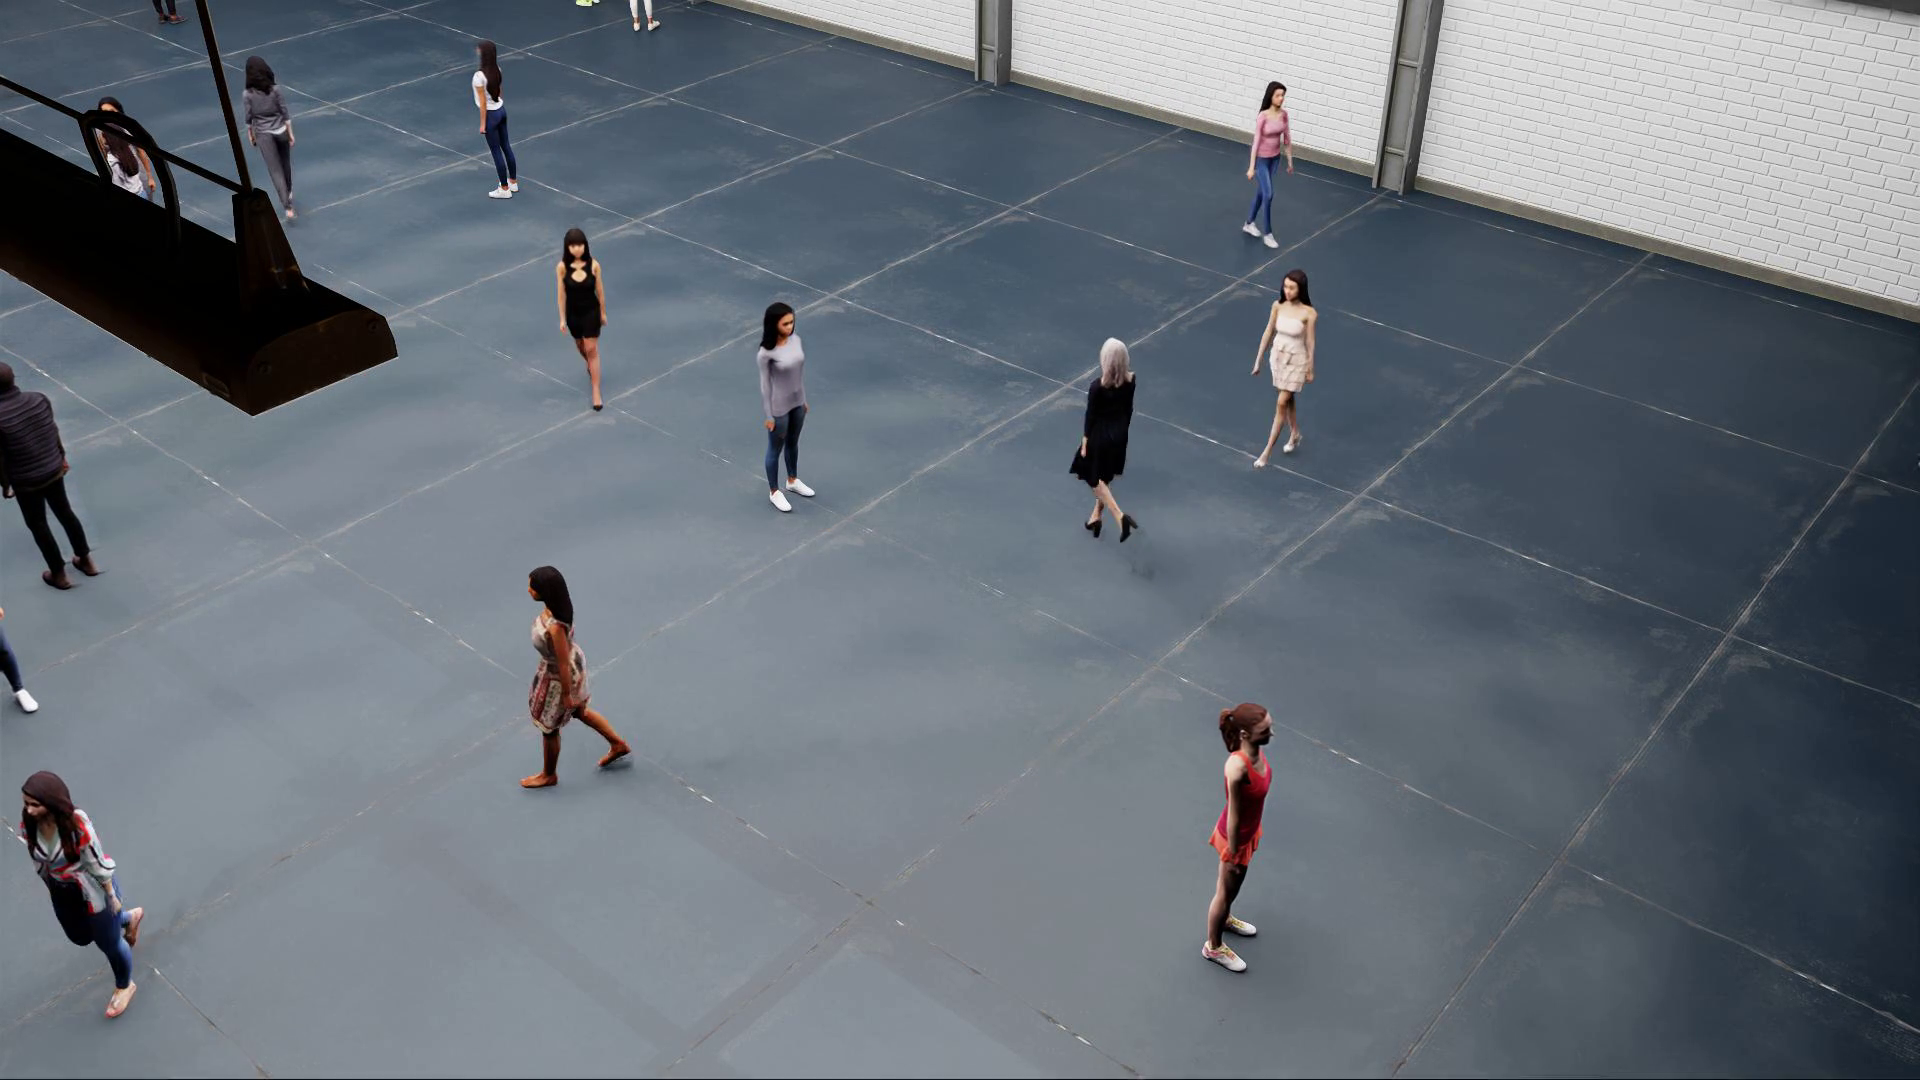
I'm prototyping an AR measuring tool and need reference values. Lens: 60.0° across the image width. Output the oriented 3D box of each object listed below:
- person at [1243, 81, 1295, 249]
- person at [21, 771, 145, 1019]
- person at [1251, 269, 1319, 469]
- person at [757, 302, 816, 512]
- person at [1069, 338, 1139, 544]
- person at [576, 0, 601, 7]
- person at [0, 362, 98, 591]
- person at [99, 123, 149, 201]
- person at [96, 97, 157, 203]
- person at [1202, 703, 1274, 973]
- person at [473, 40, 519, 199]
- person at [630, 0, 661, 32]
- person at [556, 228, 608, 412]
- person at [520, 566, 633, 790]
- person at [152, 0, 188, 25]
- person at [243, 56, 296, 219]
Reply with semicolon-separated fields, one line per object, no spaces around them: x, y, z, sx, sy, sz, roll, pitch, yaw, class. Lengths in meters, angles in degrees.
3.221;-4.051;17.709;0.781;1.724;0.970;-19;38;-26;person
-4.671;1.827;8.976;0.873;1.601;0.891;4;34;6;person
2.788;-1.463;13.828;0.862;1.709;0.719;29;43;36;person
-1.410;-1.084;13.228;0.523;1.742;0.602;24;40;31;person
1.153;-0.700;12.660;0.782;1.730;0.966;-20;38;-27;person
-5.703;-8.984;25.103;0.563;1.754;0.607;17;37;23;person
-6.802;-0.480;12.234;0.639;1.837;0.722;17;37;24;person
-8.393;-3.450;16.888;0.720;1.631;0.674;-1;34;-1;person
-8.530;-3.686;17.108;0.662;1.780;0.659;-16;37;-23;person
1.541;1.603;9.175;0.656;1.754;0.639;12;35;17;person
-5.224;-4.733;18.690;0.647;1.773;0.659;10;35;15;person
-4.647;-8.237;24.015;0.667;1.713;0.748;2;34;3;person
-3.346;-2.007;14.728;0.976;1.618;1.075;-5;34;-7;person
-2.418;0.843;10.434;1.020;1.625;1.009;-7;34;-10;person
-11.788;-8.490;24.300;0.663;1.819;0.805;8;35;12;person
-7.498;-4.348;18.168;0.905;1.710;1.240;-16;37;-23;person
